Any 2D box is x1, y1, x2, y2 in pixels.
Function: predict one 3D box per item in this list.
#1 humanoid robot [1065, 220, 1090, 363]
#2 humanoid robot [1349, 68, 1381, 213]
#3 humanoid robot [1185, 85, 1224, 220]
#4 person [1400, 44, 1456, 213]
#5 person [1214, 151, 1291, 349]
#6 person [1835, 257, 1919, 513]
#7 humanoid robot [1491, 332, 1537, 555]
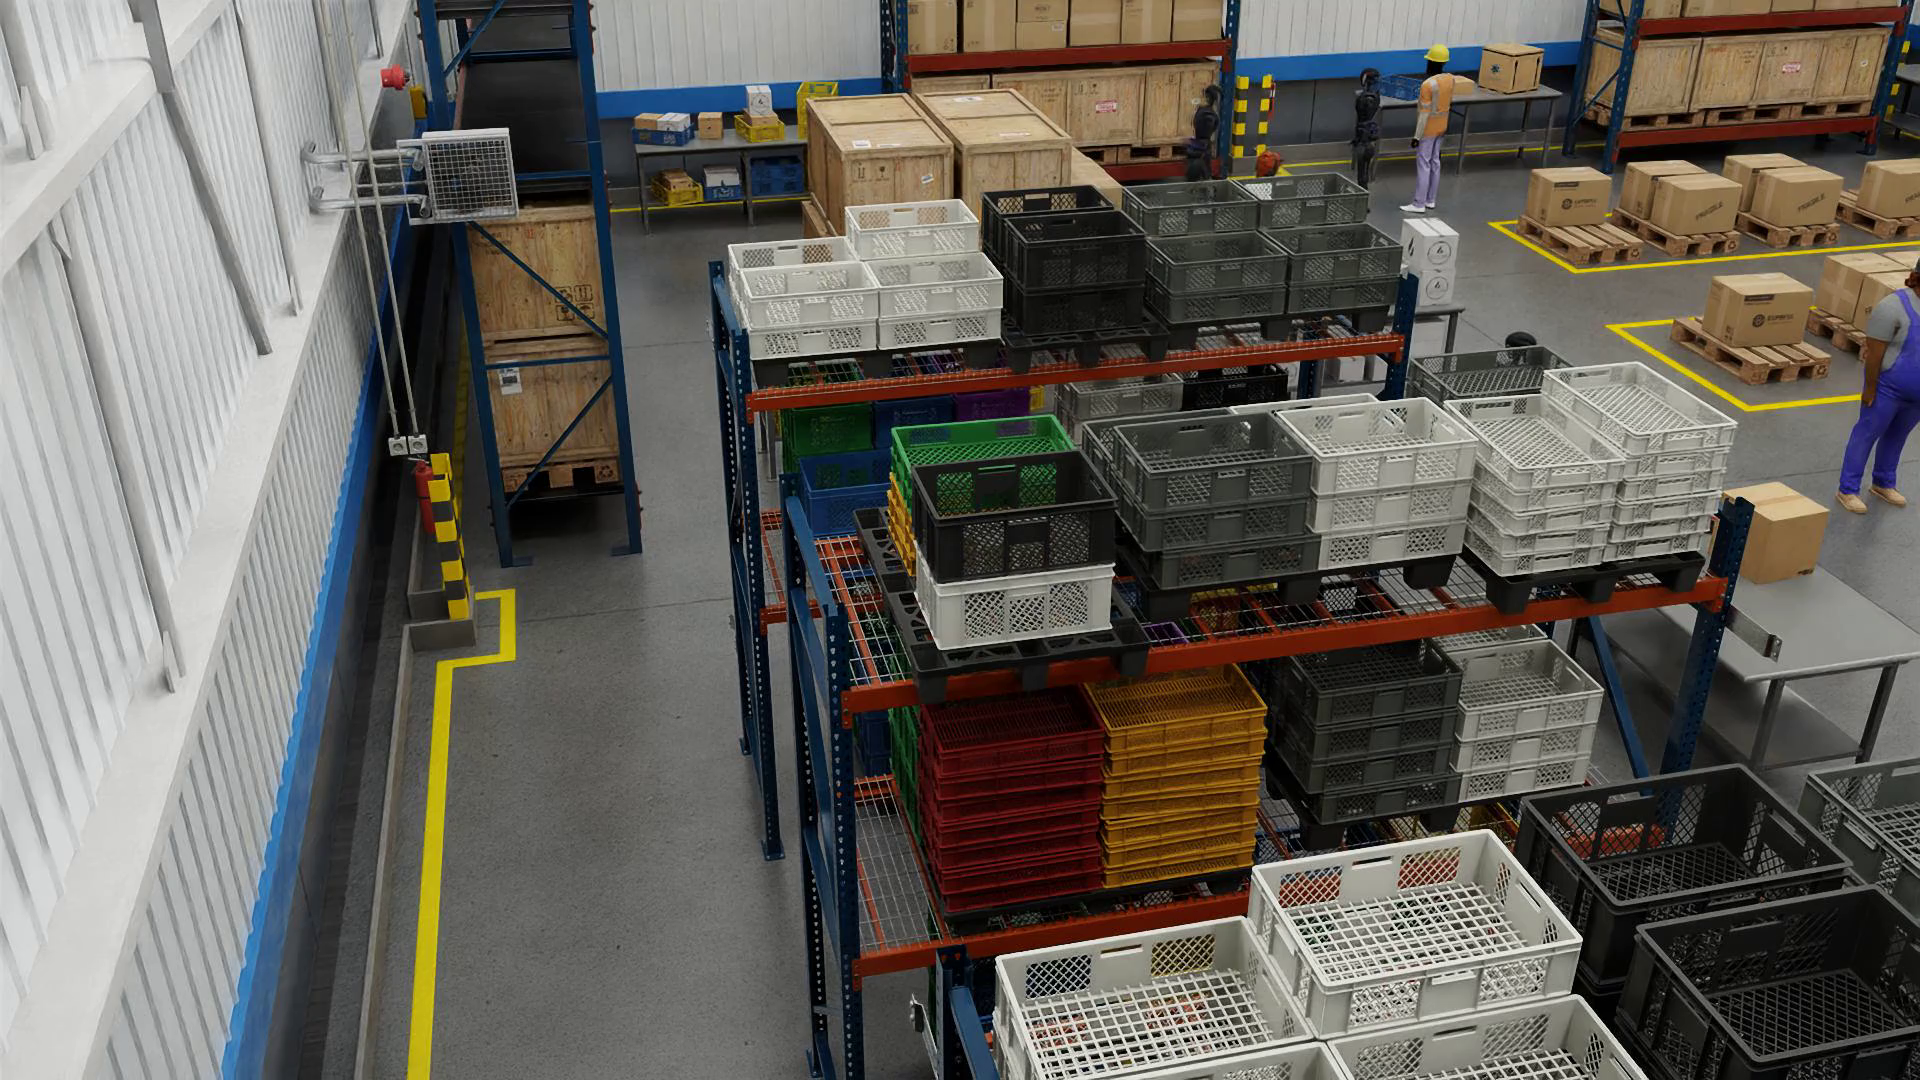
[{"bbox_3d":[1.101,-2.271,14.828,0.601,1.657,0.330,-25,36,-38],"label":"humanoid robot"},{"bbox_3d":[4.682,-4.650,19.342,0.331,1.657,0.599,2,28,4],"label":"humanoid robot"},{"bbox_3d":[2.698,-4.310,18.742,0.655,1.615,0.604,2,28,4],"label":"humanoid robot"},{"bbox_3d":[5.453,-4.771,19.316,0.587,1.930,0.360,-25,37,-39],"label":"person"},{"bbox_3d":[2.671,-2.652,15.363,0.758,1.878,0.364,6,28,11],"label":"person"},{"bbox_3d":[7.050,-1.177,12.382,0.678,2.000,0.537,-8,29,-15],"label":"person"},{"bbox_3d":[3.852,-0.703,11.867,0.326,1.651,0.571,9,29,17],"label":"humanoid robot"}]
